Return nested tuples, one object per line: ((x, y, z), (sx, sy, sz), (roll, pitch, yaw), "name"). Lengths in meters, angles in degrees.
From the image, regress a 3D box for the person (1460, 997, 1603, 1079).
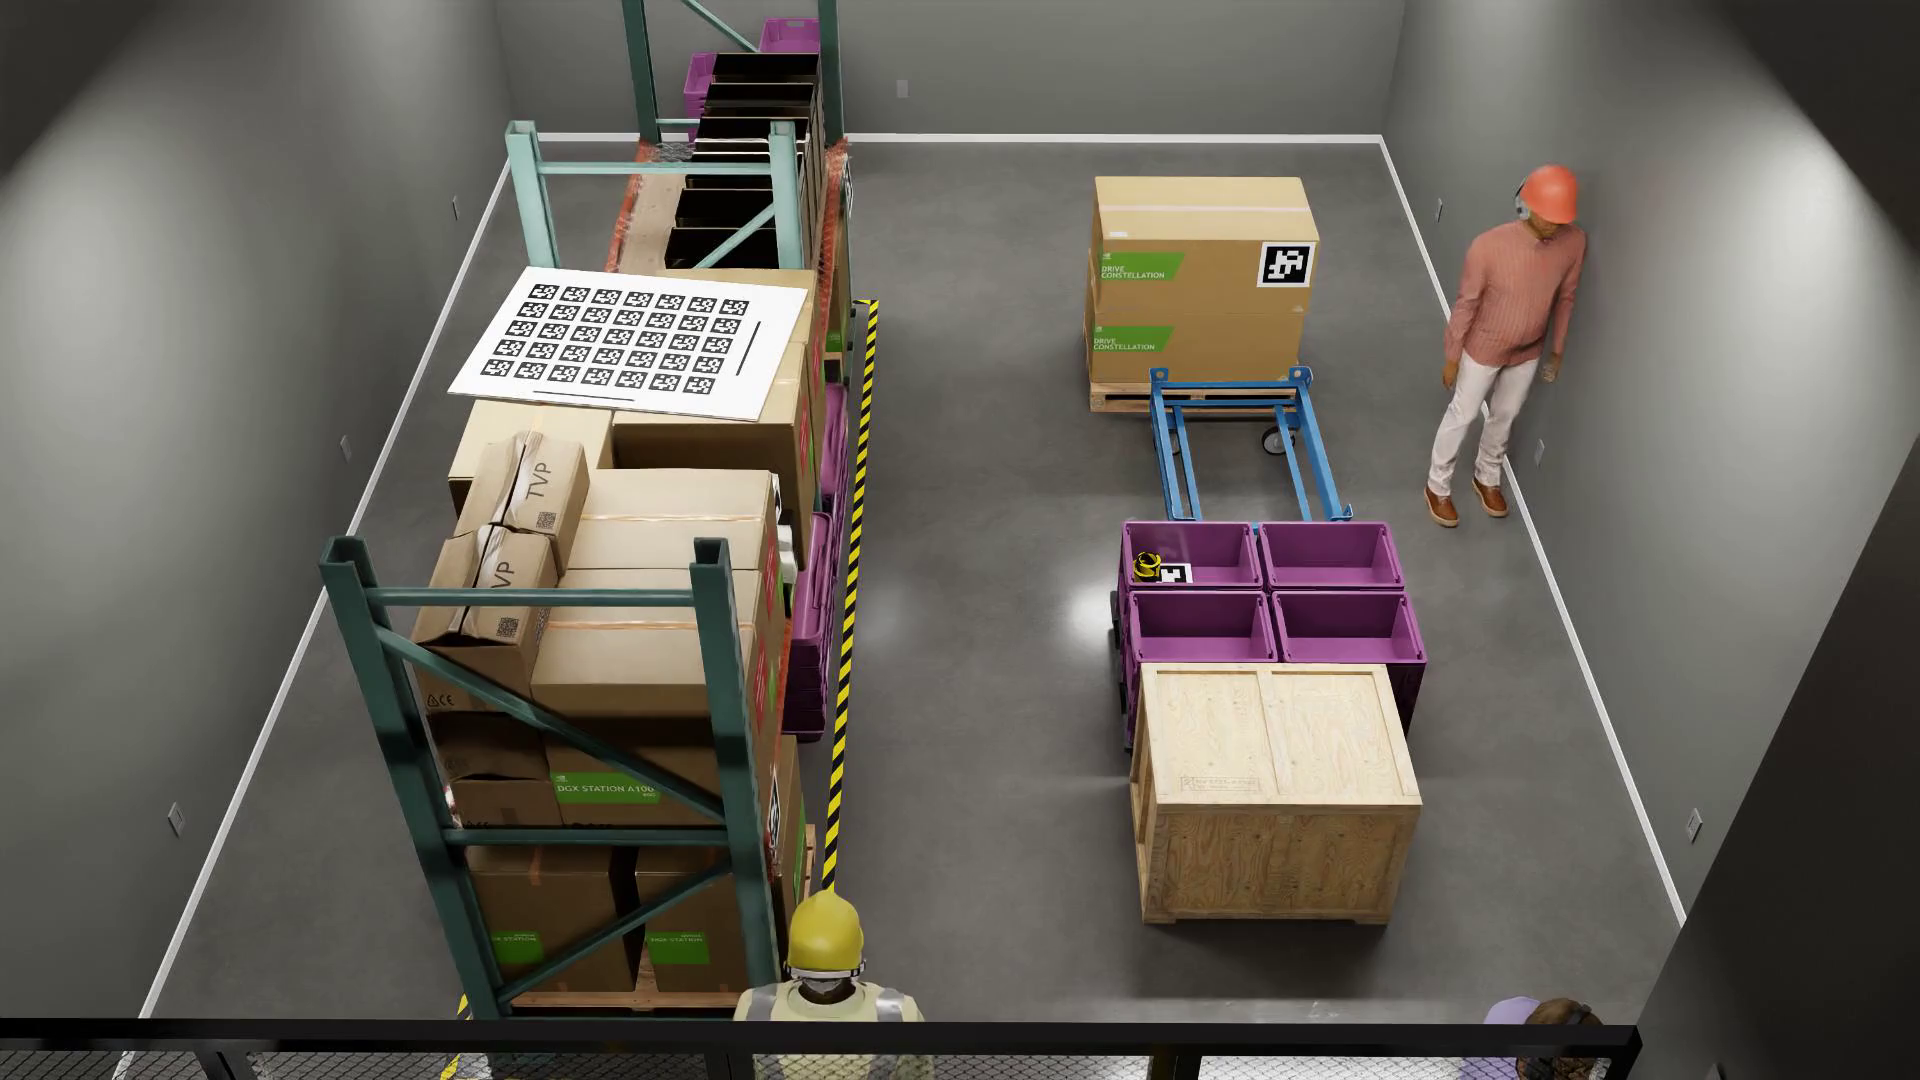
((1.541, 1.939, 4.904), (0.351, 1.935, 0.635), (11, 42, 12), "person")

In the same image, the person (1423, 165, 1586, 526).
((2.663, -0.943, 8.151), (0.635, 1.989, 0.401), (-8, 42, -9), "person")

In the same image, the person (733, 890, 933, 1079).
((-0.378, 1.746, 5.209), (0.594, 1.822, 0.403), (1, 41, 2), "person")
